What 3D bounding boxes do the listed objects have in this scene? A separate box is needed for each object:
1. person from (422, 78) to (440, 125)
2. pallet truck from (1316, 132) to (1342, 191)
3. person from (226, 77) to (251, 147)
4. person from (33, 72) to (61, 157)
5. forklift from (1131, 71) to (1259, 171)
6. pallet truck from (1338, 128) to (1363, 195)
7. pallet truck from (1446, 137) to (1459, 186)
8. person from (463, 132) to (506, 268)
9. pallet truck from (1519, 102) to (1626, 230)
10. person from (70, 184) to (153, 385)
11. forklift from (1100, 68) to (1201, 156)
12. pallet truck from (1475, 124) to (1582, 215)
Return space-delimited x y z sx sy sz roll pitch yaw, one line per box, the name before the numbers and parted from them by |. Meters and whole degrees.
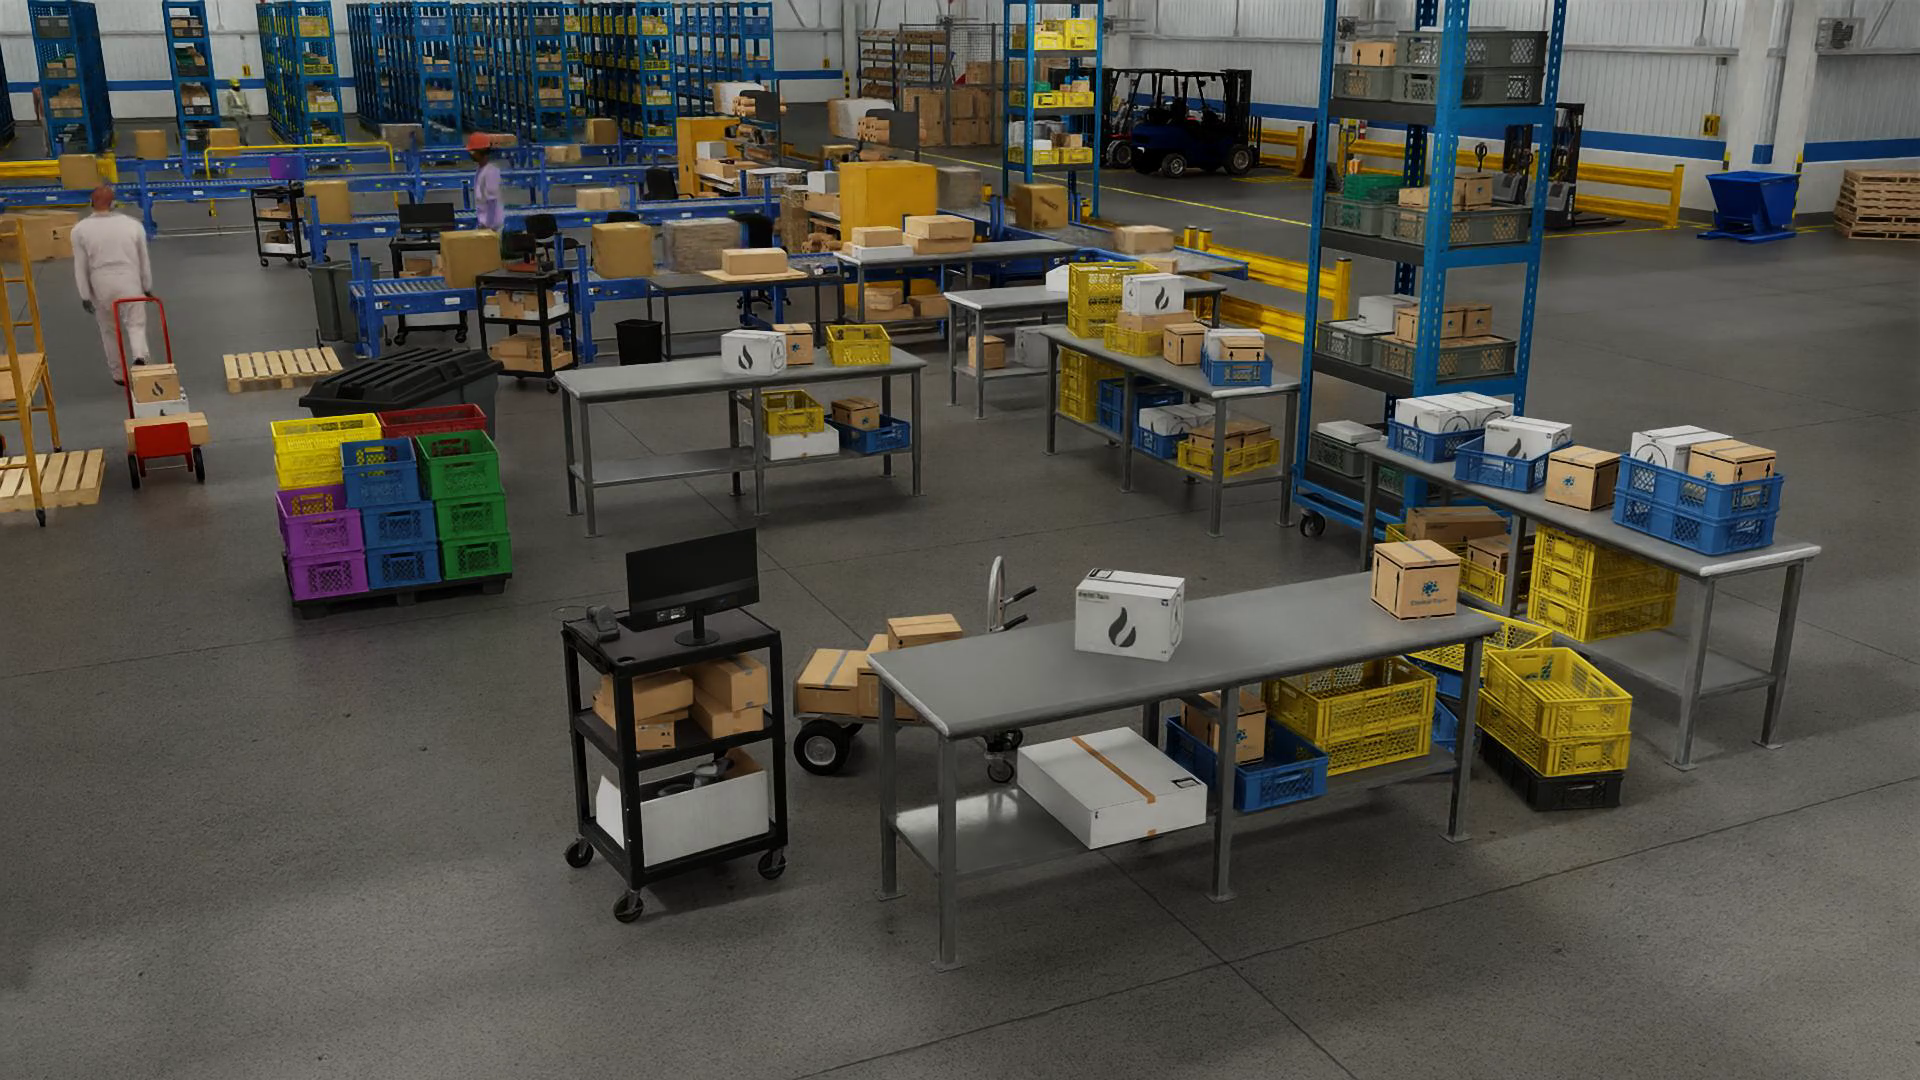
person | -14.393 -11.680 44.844 0.776 1.815 0.577 -7 19 -20
pallet truck | 7.723 -7.504 32.656 1.601 1.201 0.680 -8 19 -23
person | -18.373 -10.879 42.378 0.545 1.801 0.623 11 21 31
person | -21.884 -10.226 39.985 0.616 1.993 0.395 -10 20 -29
forklift | 4.998 -8.936 35.413 2.680 1.987 1.157 -9 20 -25
pallet truck | 7.845 -7.140 31.411 1.522 1.261 0.704 -9 20 -25
pallet truck | 9.184 -6.485 29.328 1.630 1.274 0.653 -8 19 -23
person | -5.568 -3.740 19.508 0.496 2.028 0.617 -11 21 -31
pallet truck | 9.972 -6.037 26.785 1.885 1.965 0.823 -9 20 -25
person | -7.722 -2.301 15.220 0.643 1.875 0.803 -10 20 -28
forklift | 4.082 -9.564 37.410 2.680 1.987 1.157 -8 19 -23
pallet truck | 9.707 -6.455 28.103 1.885 1.965 0.823 -7 19 -20
